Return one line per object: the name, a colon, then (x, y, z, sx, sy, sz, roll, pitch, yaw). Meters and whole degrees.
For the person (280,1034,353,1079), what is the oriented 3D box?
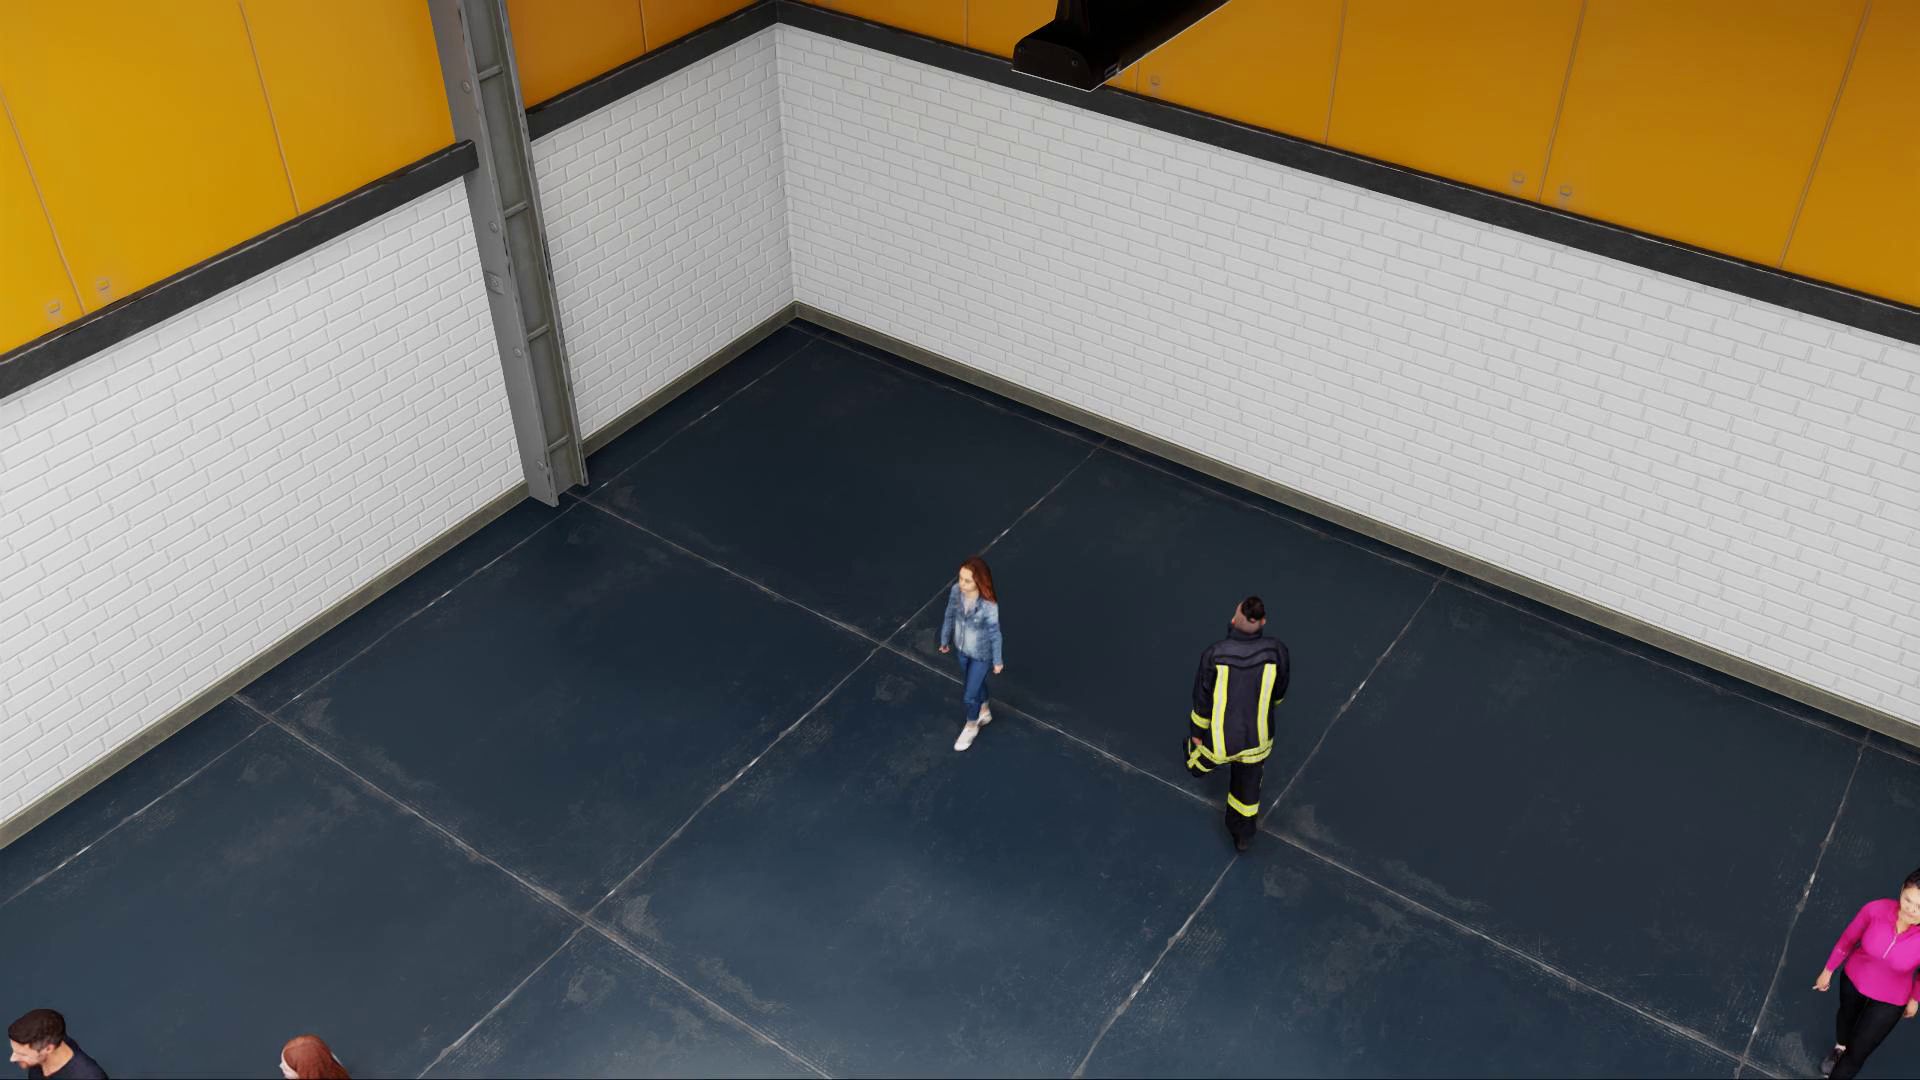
person: (-2.893, 2.889, 7.864, 0.715, 1.743, 0.671, -11, 40, -13)

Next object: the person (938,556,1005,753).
person: (0.146, 0.677, 10.855, 0.682, 1.467, 0.650, -31, 48, -33)

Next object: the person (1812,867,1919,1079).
person: (4.814, 2.277, 8.683, 0.970, 1.678, 0.741, -28, 46, -31)

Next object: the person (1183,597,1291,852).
person: (1.683, 1.122, 10.015, 1.155, 1.821, 1.268, -3, 39, -4)

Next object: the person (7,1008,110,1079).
person: (-4.000, 2.789, 7.915, 0.637, 1.835, 1.172, 24, 44, 27)
